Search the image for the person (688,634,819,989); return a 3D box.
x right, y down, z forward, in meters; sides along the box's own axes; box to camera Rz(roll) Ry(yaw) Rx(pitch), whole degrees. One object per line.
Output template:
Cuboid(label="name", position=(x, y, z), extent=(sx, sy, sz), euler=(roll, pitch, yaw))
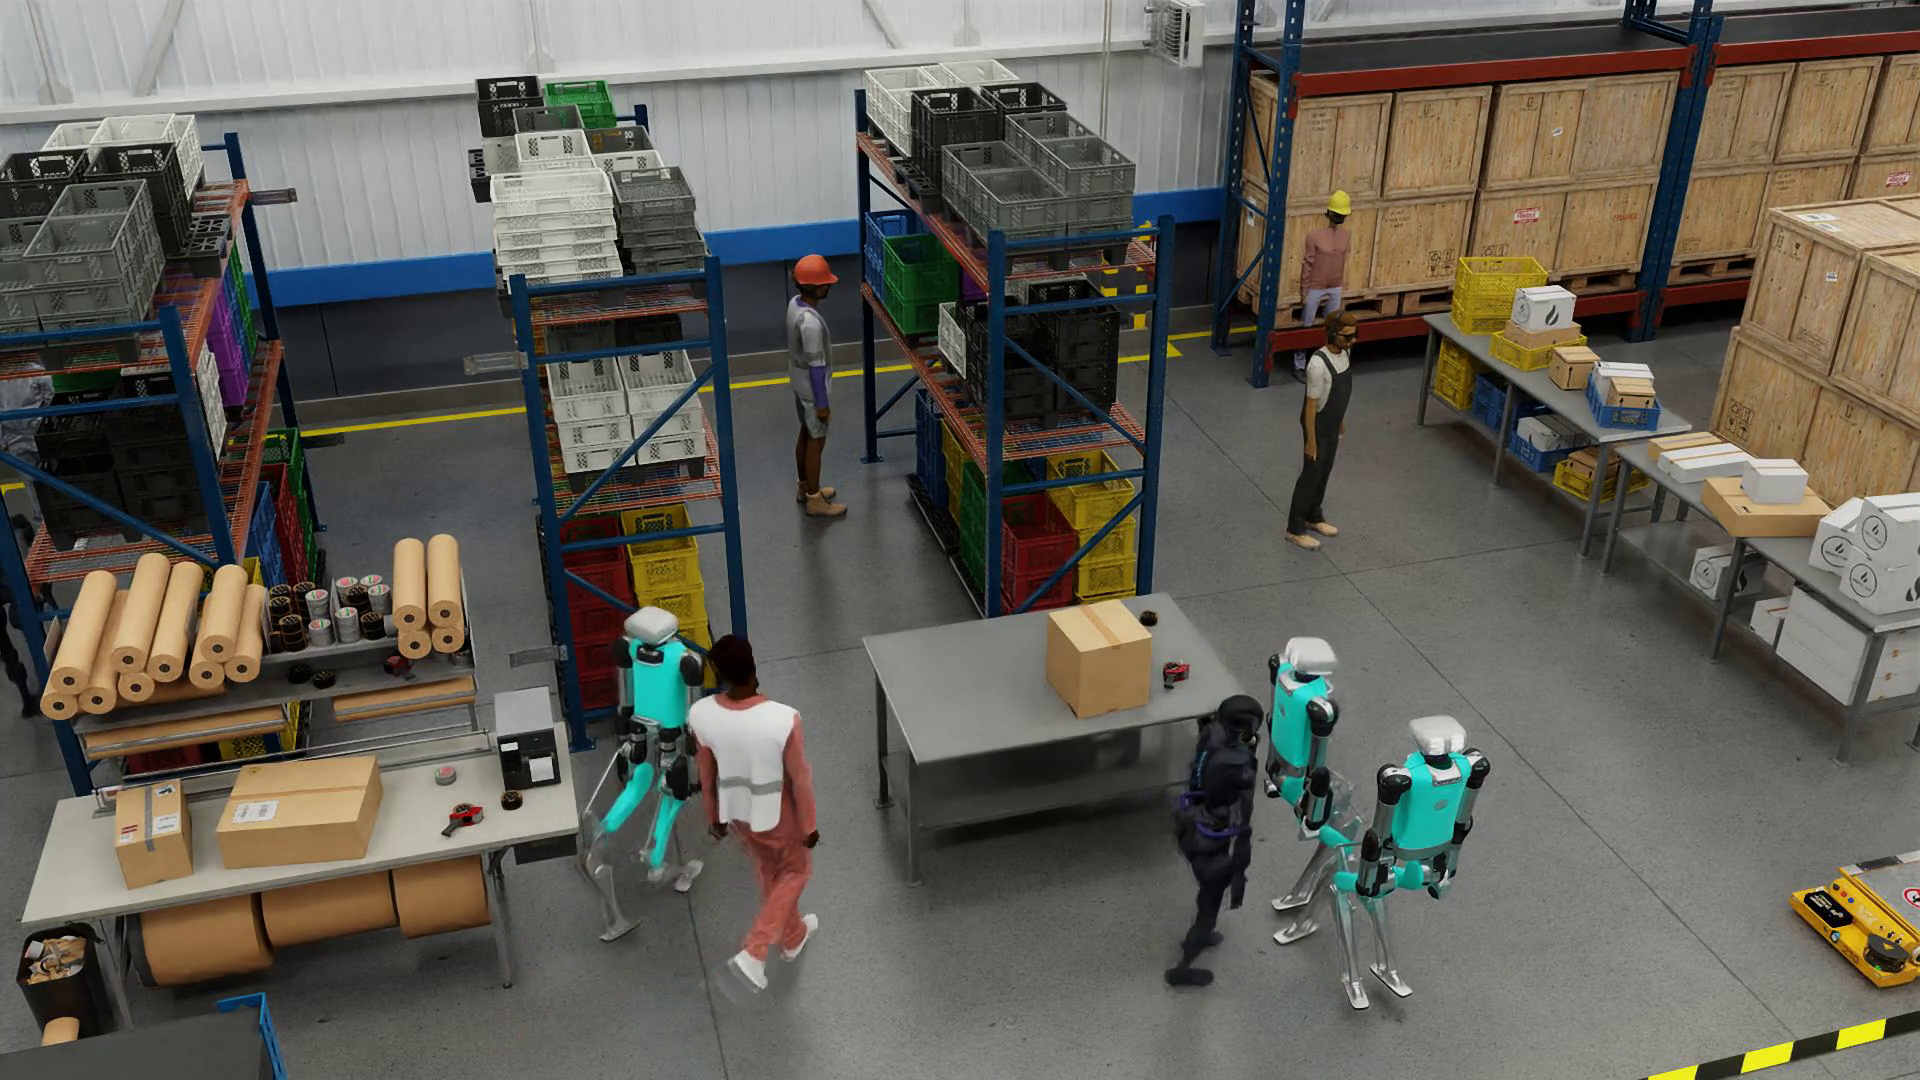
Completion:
Cuboid(label="person", position=(-0.993, 1.326, 8.070), extent=(0.627, 1.879, 0.643), euler=(12, 31, 21))

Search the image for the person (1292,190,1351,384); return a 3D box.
Cuboid(label="person", position=(3.229, -2.233, 14.681), extent=(0.524, 1.760, 0.335), euler=(-10, 30, -18))

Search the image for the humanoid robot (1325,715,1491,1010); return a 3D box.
Cuboid(label="humanoid robot", position=(2.029, 1.438, 7.880), extent=(0.533, 1.677, 0.735), euler=(-8, 30, -15))

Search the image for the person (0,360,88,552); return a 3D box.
Cuboid(label="person", position=(-6.663, -0.724, 11.943), extent=(0.492, 1.745, 0.284), euler=(-1, 29, -2))

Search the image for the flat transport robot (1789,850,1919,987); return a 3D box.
Cuboid(label="flat transport robot", position=(5.163, 1.916, 8.676), extent=(1.431, 0.231, 0.659), euler=(-8, 30, -14))

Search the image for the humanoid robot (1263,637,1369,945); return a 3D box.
Cuboid(label="humanoid robot", position=(1.853, 1.223, 8.345), extent=(0.683, 1.743, 0.546), euler=(-9, 30, -15))

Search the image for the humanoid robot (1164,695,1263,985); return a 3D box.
Cuboid(label="humanoid robot", position=(1.210, 1.450, 8.064), extent=(0.411, 1.640, 0.608), euler=(-10, 30, -17))

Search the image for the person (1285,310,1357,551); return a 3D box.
Cuboid(label="person", position=(2.624, -0.801, 11.997), extent=(0.333, 1.837, 0.506), euler=(20, 34, 31))

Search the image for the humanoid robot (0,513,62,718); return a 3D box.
Cuboid(label="humanoid robot", position=(-5.783, 0.388, 10.004), extent=(0.591, 1.644, 0.493), euler=(-8, 30, -15))

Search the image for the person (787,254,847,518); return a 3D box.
Cuboid(label="person", position=(-1.071, -1.151, 12.416), extent=(0.385, 2.041, 0.613), euler=(-9, 30, -16))

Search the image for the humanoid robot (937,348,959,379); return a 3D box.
Cuboid(label="humanoid robot", position=(0.038, -1.978, 14.307), extent=(0.652, 1.865, 0.537), euler=(15, 32, 25))

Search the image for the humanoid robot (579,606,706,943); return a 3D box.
Cuboid(label="humanoid robot", position=(-1.656, 1.287, 8.352), extent=(0.554, 1.751, 0.990), euler=(14, 32, 23))
